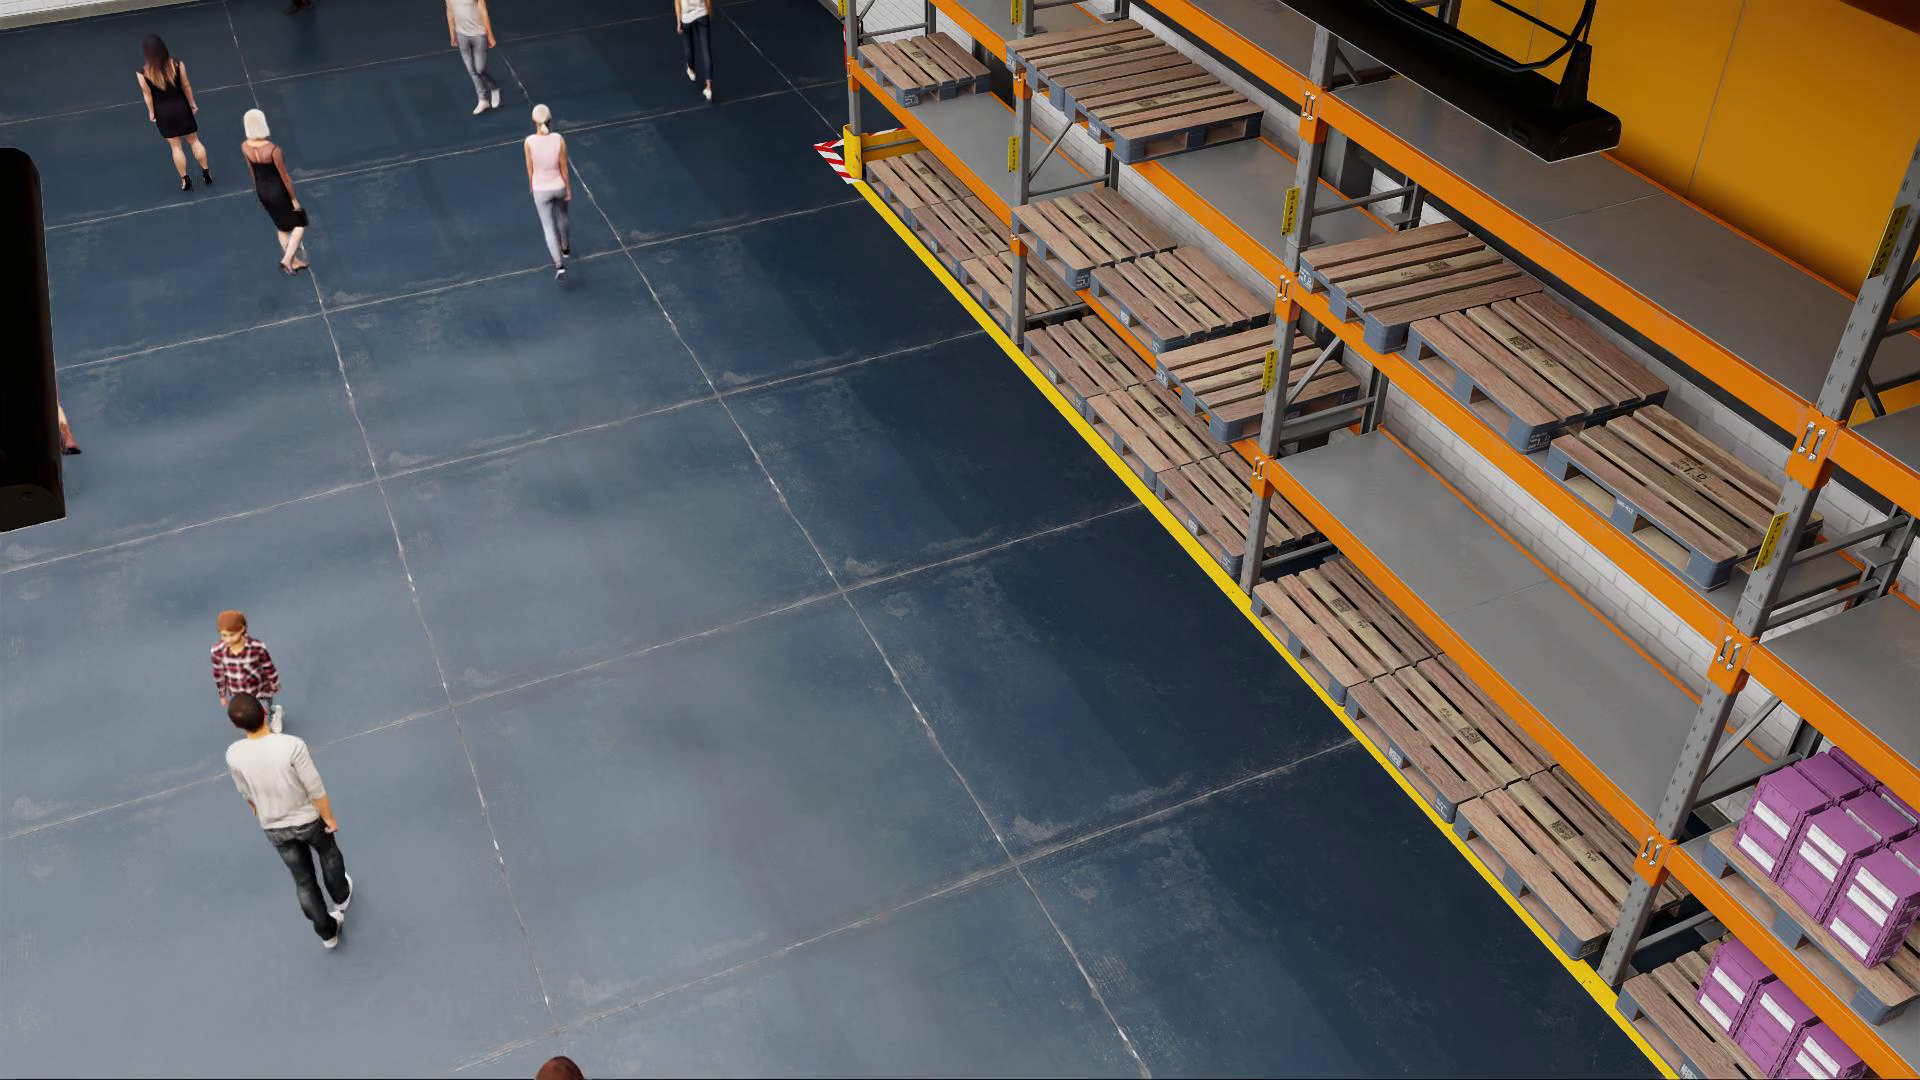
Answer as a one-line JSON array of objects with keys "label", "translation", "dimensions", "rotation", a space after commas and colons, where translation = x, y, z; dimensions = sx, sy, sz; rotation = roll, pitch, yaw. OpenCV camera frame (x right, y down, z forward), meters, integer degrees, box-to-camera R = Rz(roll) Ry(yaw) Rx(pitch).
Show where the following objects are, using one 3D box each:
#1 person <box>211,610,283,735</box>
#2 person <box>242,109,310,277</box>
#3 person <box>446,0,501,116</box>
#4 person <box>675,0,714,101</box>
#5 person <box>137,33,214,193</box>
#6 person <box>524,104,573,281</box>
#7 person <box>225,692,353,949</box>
[{"label": "person", "translation": [-4.742, 0.949, 11.137], "dimensions": [0.733, 1.291, 0.960], "rotation": [-2, 39, -3]}, {"label": "person", "translation": [-6.649, -3.292, 16.093], "dimensions": [0.800, 1.735, 0.860], "rotation": [12, 40, 15]}, {"label": "person", "translation": [-5.589, -5.870, 19.203], "dimensions": [0.842, 1.882, 0.893], "rotation": [10, 40, 12]}, {"label": "person", "translation": [-3.084, -6.049, 19.524], "dimensions": [0.725, 1.762, 1.188], "rotation": [-12, 40, -14]}, {"label": "person", "translation": [-8.348, -4.540, 17.667], "dimensions": [0.700, 1.721, 0.671], "rotation": [-26, 45, -29]}, {"label": "person", "translation": [-3.992, -3.372, 16.222], "dimensions": [0.600, 1.698, 1.103], "rotation": [-14, 41, -16]}, {"label": "person", "translation": [-3.917, 1.709, 9.805], "dimensions": [0.800, 1.766, 0.885], "rotation": [-1, 39, -1]}]
